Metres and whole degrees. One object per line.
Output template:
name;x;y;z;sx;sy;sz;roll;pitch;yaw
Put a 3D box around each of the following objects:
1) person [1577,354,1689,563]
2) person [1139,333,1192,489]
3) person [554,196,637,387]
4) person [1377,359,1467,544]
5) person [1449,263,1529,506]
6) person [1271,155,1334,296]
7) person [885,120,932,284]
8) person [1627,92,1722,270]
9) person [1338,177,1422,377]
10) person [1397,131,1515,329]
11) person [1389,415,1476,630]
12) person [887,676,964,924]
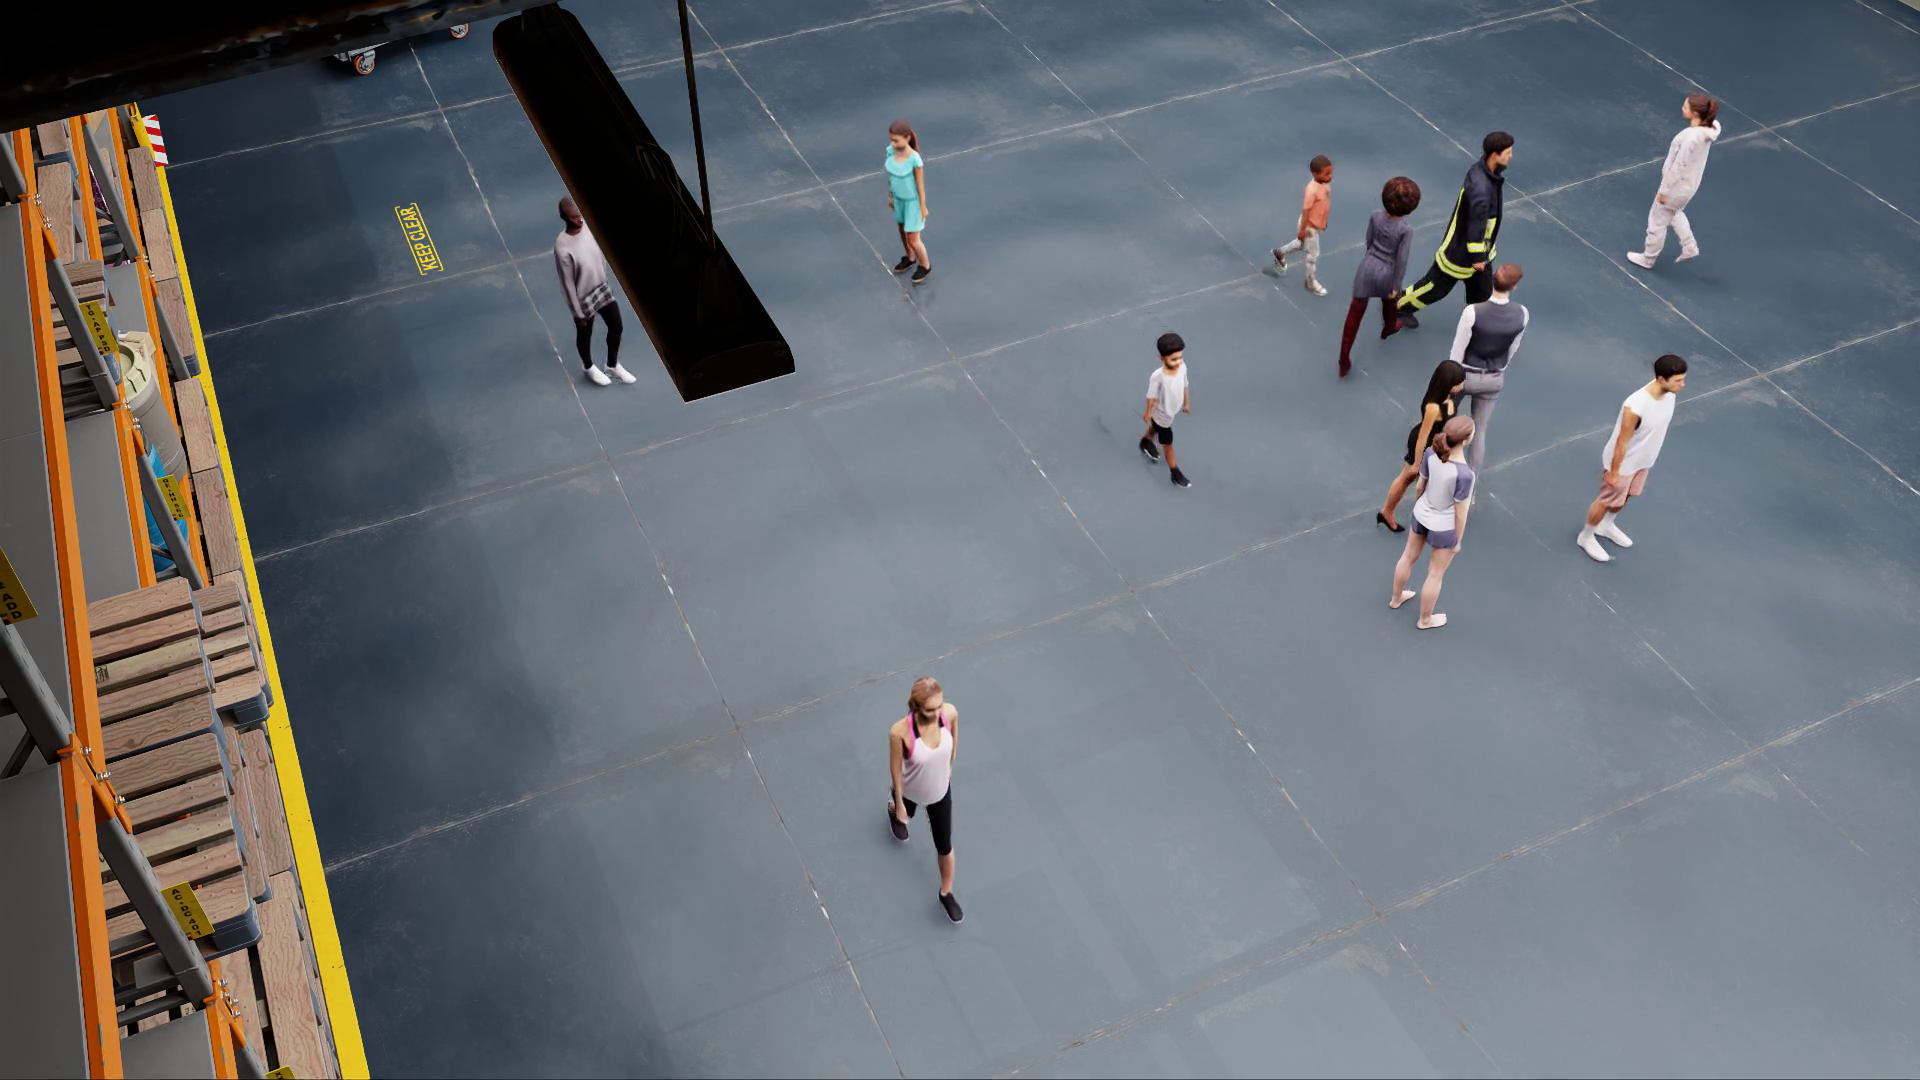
person;4.695;-0.613;11.672;0.684;1.780;0.650;-28;50;-27
person;1.520;-1.048;12.529;0.582;1.227;0.891;-25;49;-24
person;-3.011;-1.973;13.114;0.854;1.759;0.805;25;49;24
person;3.215;-0.653;11.826;0.857;1.626;0.799;12;45;13
person;3.799;-1.117;12.110;1.077;1.907;1.295;3;44;3
person;2.981;-2.754;14.269;0.916;1.298;0.743;23;48;22
person;-0.436;-2.913;14.256;0.686;1.546;0.580;-34;53;-30
person;6.257;-3.039;14.294;0.897;1.677;0.796;34;53;30
person;3.291;-2.042;13.256;1.120;1.663;0.968;29;51;27
person;4.045;-2.446;13.518;1.342;1.887;1.230;19;47;19
person;3.199;-0.132;11.177;0.673;1.767;0.543;-25;49;-24
person;-0.270;1.365;9.621;0.620;1.746;1.153;-17;46;-17
